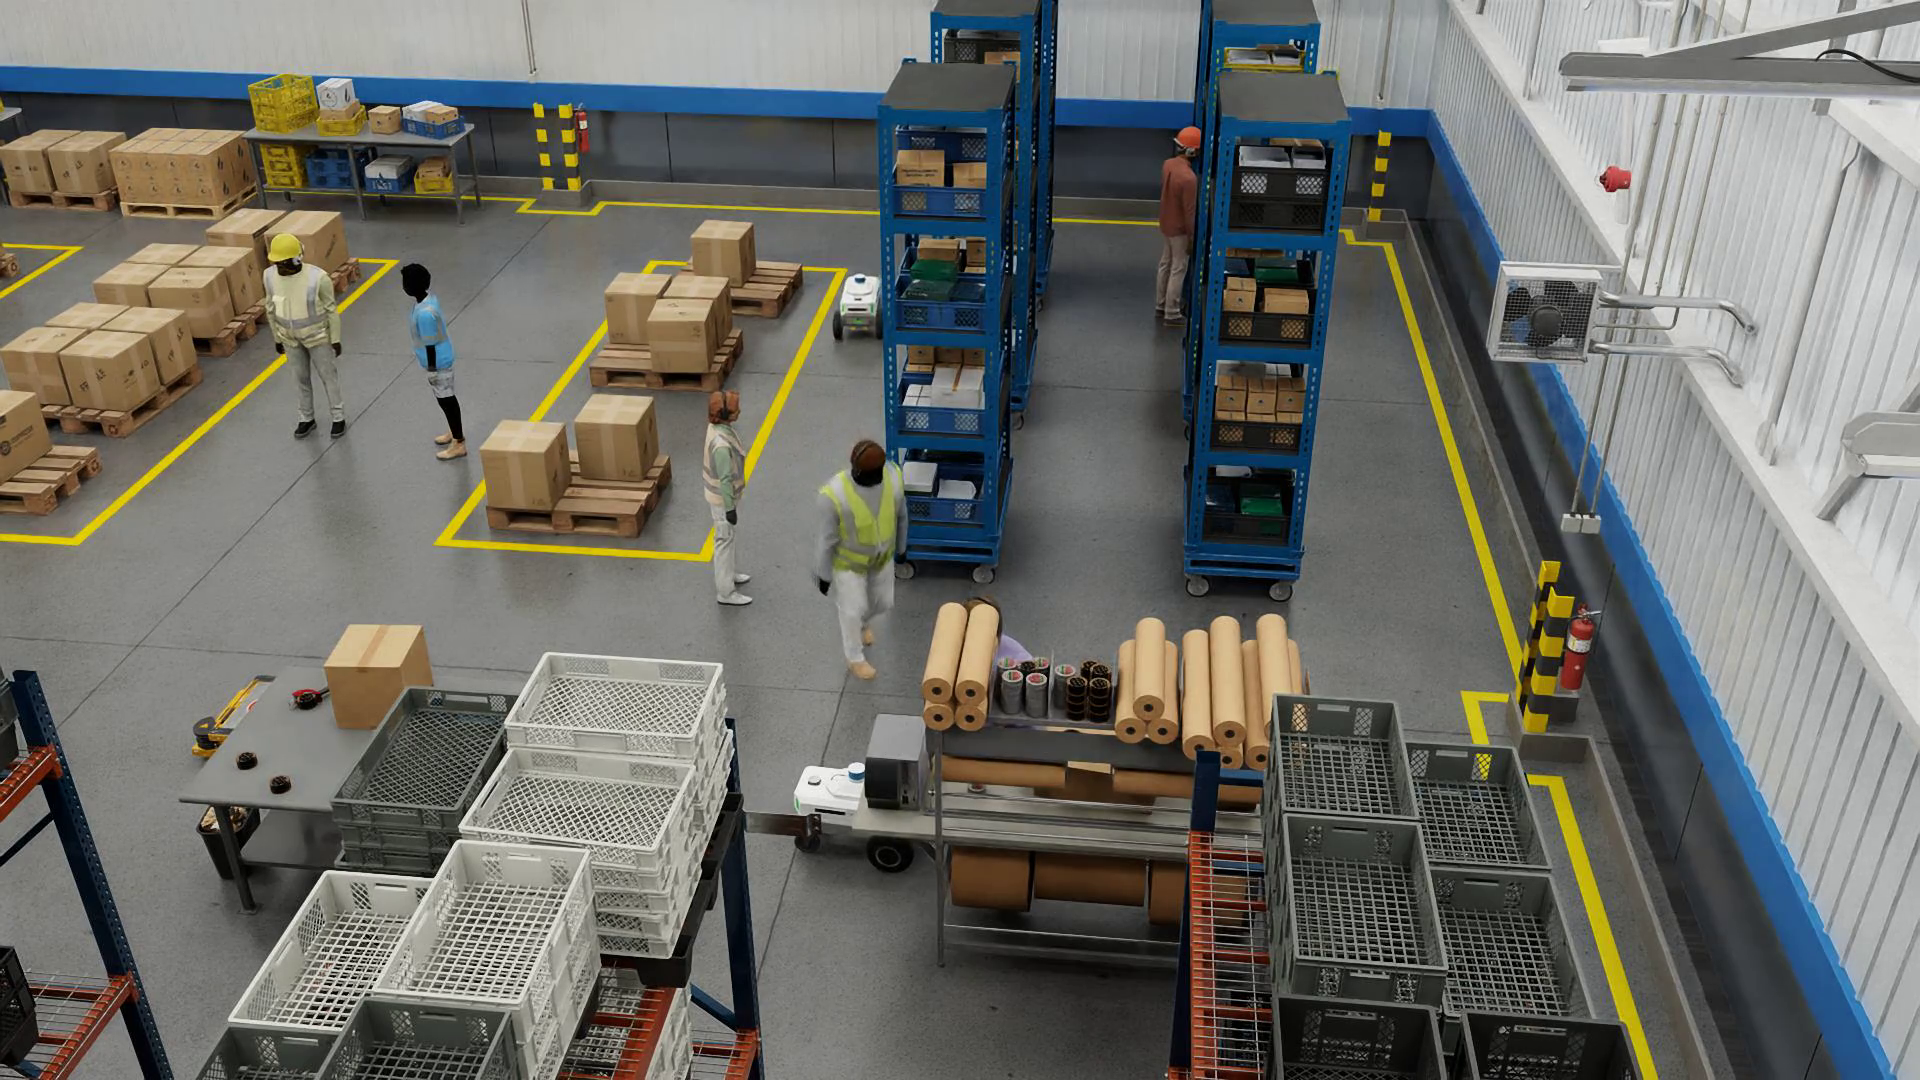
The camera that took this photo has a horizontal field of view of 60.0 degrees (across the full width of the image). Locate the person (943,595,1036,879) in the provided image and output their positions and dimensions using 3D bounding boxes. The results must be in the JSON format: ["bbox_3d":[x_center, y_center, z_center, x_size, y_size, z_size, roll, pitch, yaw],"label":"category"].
[{"bbox_3d":[0.137,1.108,9.112,0.628,1.930,0.372,18,35,28],"label":"person"}]

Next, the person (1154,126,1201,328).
[{"bbox_3d":[2.144,-3.043,16.187,0.412,1.984,0.624,-10,32,-16],"label":"person"}]

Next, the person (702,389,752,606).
[{"bbox_3d":[-1.661,-0.311,11.838,0.317,1.632,0.518,-5,31,-9],"label":"person"}]

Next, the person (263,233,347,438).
[{"bbox_3d":[-5.541,-1.728,14.078,0.590,1.827,0.404,2,30,3],"label":"person"}]

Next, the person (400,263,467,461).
[{"bbox_3d":[-4.362,-1.495,13.815,0.322,1.691,0.534,-9,31,-15],"label":"person"}]

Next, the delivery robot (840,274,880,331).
[{"bbox_3d":[-0.981,-2.370,16.348,0.477,0.478,0.707,1,30,1],"label":"delivery robot"}]

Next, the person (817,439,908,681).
[{"bbox_3d":[-0.670,0.085,10.994,0.678,1.808,0.616,-17,34,-27],"label":"person"}]

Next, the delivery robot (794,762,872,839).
[{"bbox_3d":[-0.595,1.515,9.674,0.707,0.478,0.477,6,31,10],"label":"delivery robot"}]
